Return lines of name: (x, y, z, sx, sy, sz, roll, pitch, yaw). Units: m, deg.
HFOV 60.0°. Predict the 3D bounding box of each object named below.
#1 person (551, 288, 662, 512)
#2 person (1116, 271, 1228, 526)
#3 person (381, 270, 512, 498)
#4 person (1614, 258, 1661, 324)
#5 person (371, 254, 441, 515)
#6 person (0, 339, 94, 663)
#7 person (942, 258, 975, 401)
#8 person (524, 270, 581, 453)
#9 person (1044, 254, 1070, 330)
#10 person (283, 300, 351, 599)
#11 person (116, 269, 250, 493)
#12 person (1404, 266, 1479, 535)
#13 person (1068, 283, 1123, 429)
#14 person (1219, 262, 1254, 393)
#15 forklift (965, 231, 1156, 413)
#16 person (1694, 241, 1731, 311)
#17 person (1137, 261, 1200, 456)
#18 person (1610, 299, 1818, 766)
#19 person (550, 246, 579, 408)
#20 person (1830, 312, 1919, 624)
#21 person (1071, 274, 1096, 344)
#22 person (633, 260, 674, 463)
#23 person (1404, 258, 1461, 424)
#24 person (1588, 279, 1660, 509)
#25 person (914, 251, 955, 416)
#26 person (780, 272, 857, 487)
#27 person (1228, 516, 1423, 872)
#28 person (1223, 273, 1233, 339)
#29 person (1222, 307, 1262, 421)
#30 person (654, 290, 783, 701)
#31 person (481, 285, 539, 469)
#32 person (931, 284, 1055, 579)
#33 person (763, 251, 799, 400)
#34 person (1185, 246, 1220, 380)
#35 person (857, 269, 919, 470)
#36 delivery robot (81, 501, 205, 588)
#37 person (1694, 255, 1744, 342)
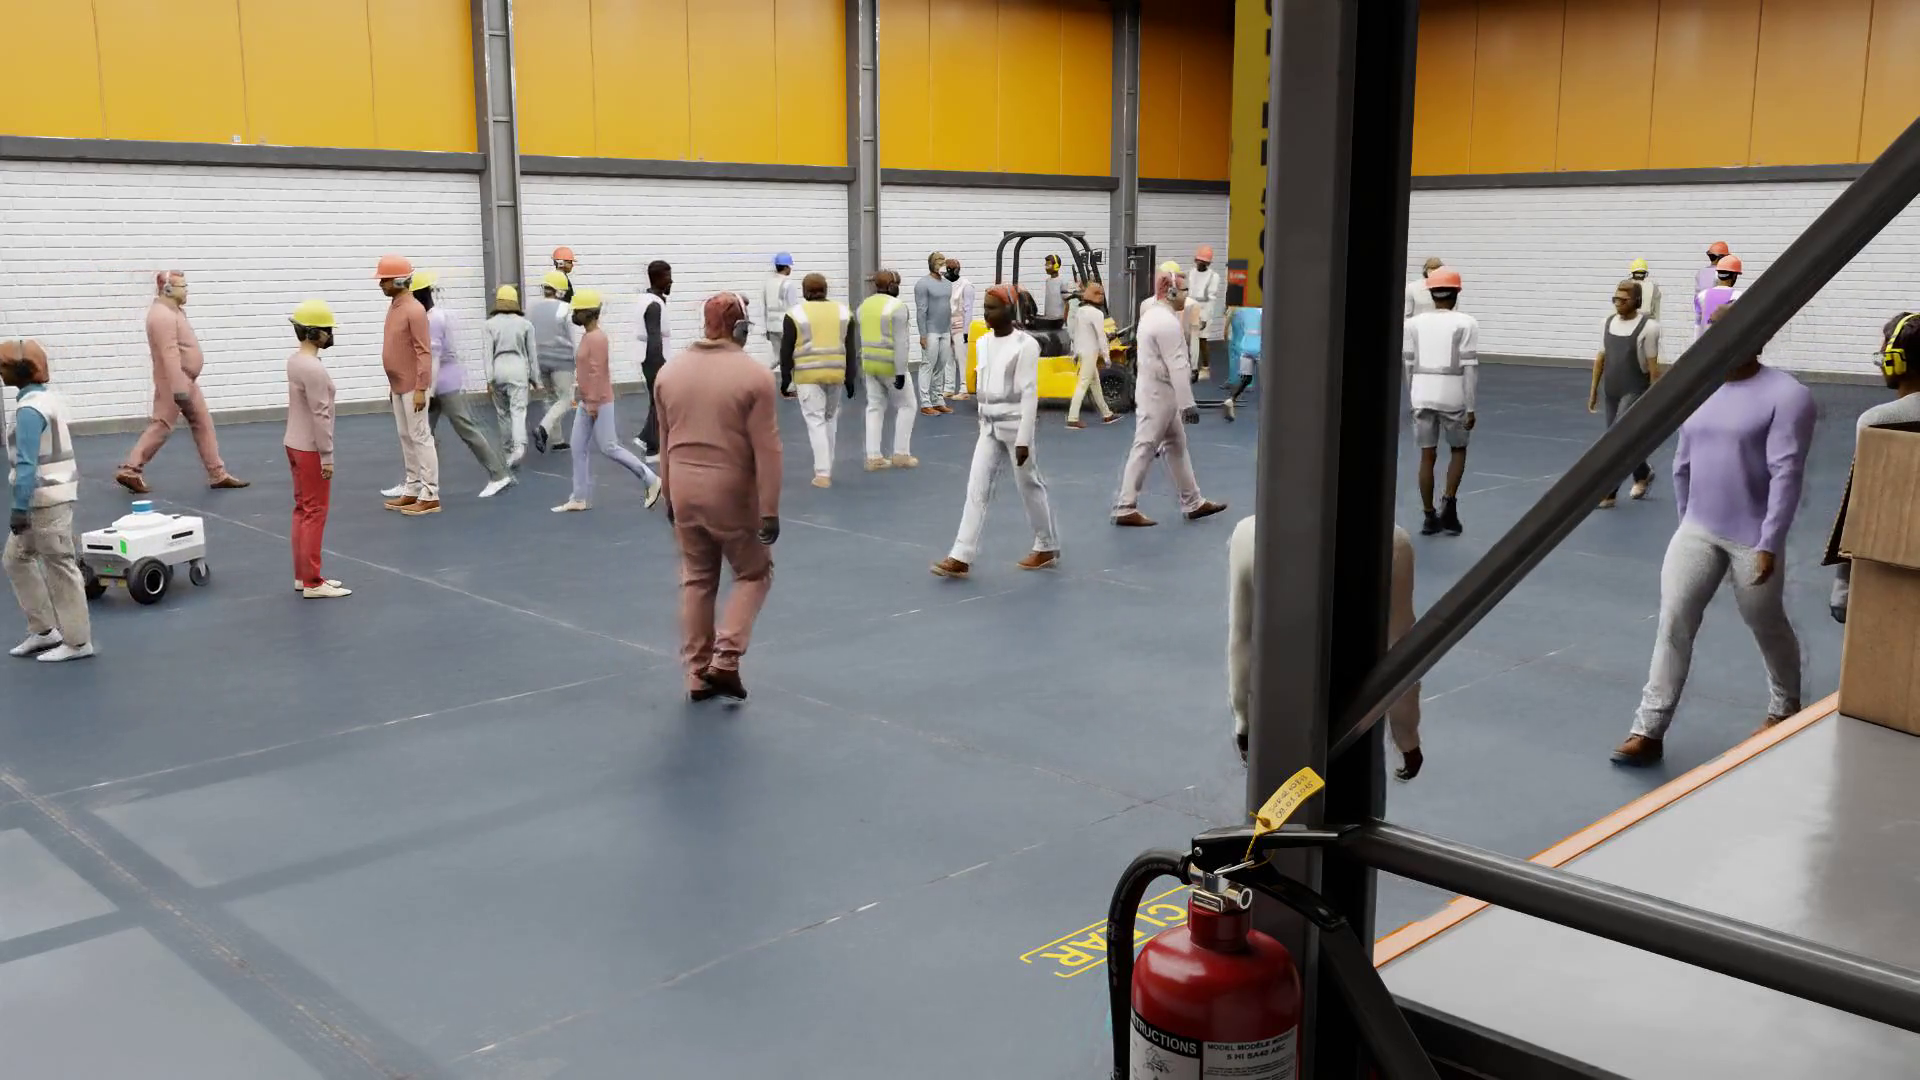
person: (-2.735, -1.073, 12.838, 0.789, 1.742, 0.527, -5, 12, -26)
person: (1.577, -1.022, 12.184, 0.931, 1.865, 0.658, 0, 10, 0)
person: (-4.192, -1.261, 13.525, 1.024, 1.865, 0.637, -4, 11, -19)
person: (8.791, -2.744, 21.676, 0.600, 1.831, 0.404, 0, 10, -2)
person: (-4.247, -1.187, 12.750, 0.394, 1.990, 0.618, -8, 13, -37)
person: (-4.625, -0.179, 8.239, 0.525, 1.617, 0.547, -5, 11, -24)
person: (-0.086, -2.723, 21.575, 0.622, 1.835, 0.431, 9, 14, 41)
person: (-3.964, -1.705, 16.096, 0.596, 1.802, 0.680, 5, 11, 24)
person: (1.320, -3.039, 23.198, 0.313, 1.864, 0.530, -7, 12, -32)
person: (-3.799, -0.534, 9.836, 0.350, 1.756, 0.518, -7, 13, -35)
person: (-6.542, -1.312, 13.795, 0.981, 1.865, 0.657, -3, 11, -15)
person: (3.440, -0.992, 11.898, 0.557, 1.912, 0.464, 7, 12, 33)
person: (1.532, -2.038, 18.464, 0.823, 1.594, 0.536, -4, 11, -21)
person: (3.738, -2.916, 22.686, 0.744, 1.802, 0.614, 8, 13, 38)
forklift: (1.222, -2.721, 20.561, 2.313, 2.155, 1.214, 2, 11, 13)
person: (10.539, -3.141, 23.268, 0.376, 2.044, 0.607, -4, 11, -19)
person: (2.026, -1.766, 16.209, 0.601, 1.888, 0.898, 2, 11, 9)
person: (3.159, -0.031, 6.767, 1.038, 1.891, 0.638, -6, 12, -32)
person: (-4.906, -2.625, 20.588, 0.392, 1.989, 0.618, -7, 13, -34)
person: (3.387, 0.118, 6.004, 0.516, 1.861, 0.322, -3, 11, -14)
person: (1.674, -2.785, 22.502, 0.375, 1.613, 0.508, 5, 12, 26)
person: (-2.821, -1.657, 15.551, 0.458, 1.899, 0.624, -2, 11, -10)
person: (5.251, -2.215, 18.660, 0.647, 1.880, 0.707, 0, 10, 2)
person: (5.298, -1.158, 13.129, 0.855, 1.805, 0.549, -6, 12, -30)
person: (-0.284, -2.443, 19.745, 0.373, 1.940, 0.630, 7, 13, 35)
person: (-1.260, -1.381, 14.303, 0.628, 1.808, 0.813, -6, 12, -28)
person: (0.903, 0.474, 4.336, 0.530, 1.746, 0.691, 10, 14, 42)
person: (4.859, -4.075, 28.838, 0.553, 1.868, 0.326, 2, 11, 9)
person: (3.350, -2.163, 18.950, 0.724, 1.671, 0.537, -8, 13, -37)
person: (-1.084, -0.184, 7.573, 0.689, 1.886, 0.416, 5, 11, 24)
person: (-4.133, -1.499, 15.322, 0.498, 1.685, 0.874, -3, 11, -15)
person: (0.257, -0.673, 10.397, 0.974, 1.829, 0.596, -9, 14, -40)
person: (-2.362, -2.764, 21.541, 0.624, 1.932, 0.616, -10, 14, -42)
person: (3.449, -3.284, 24.239, 0.681, 1.971, 0.885, 7, 13, 34)
person: (-0.616, -1.552, 15.184, 0.631, 1.822, 0.650, -10, 14, -43)
delivery robot: (-4.844, 0.011, 9.885, 0.477, 0.478, 0.707, 3, 11, 15)
person: (7.762, -1.930, 16.978, 0.382, 1.931, 0.540, -9, 14, -41)
